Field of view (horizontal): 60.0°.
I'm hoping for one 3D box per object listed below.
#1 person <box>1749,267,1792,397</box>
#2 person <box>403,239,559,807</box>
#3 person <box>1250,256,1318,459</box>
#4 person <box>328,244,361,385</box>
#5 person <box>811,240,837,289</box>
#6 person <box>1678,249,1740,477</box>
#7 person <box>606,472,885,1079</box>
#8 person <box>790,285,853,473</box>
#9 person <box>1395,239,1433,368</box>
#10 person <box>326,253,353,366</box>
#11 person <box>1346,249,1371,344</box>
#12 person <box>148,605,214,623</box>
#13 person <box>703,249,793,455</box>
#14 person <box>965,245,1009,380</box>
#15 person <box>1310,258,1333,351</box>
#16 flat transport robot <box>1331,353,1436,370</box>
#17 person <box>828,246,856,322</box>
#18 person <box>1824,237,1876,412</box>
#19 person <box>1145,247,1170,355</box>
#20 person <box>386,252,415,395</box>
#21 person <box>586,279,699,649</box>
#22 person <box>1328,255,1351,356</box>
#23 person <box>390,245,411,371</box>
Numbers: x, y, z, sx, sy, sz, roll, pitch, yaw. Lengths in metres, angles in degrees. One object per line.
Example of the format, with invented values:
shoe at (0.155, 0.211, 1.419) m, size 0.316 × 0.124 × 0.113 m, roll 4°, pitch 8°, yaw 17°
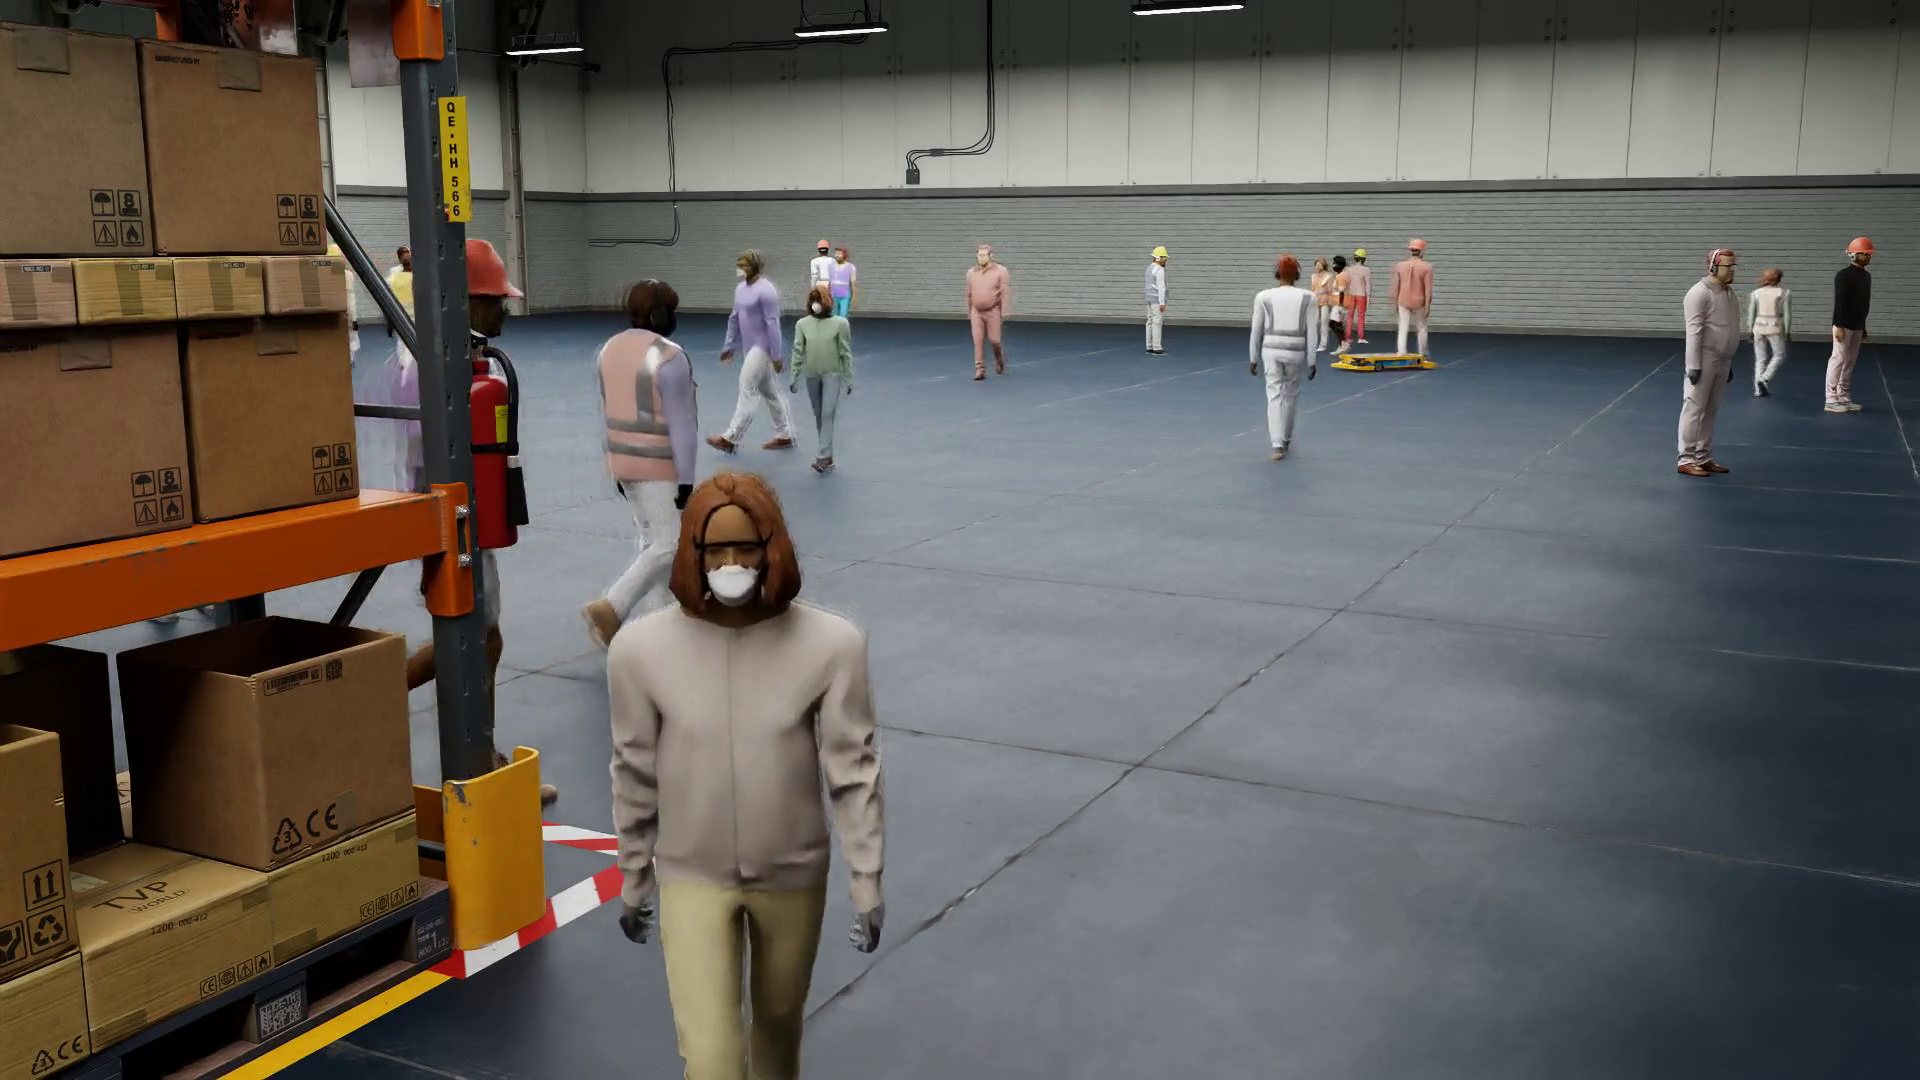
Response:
person at (10.105, -2.584, 20.765) m, size 0.377 × 1.626 × 0.533 m, roll -8°, pitch 13°, yaw -37°
person at (-1.858, -0.035, 5.833) m, size 0.764 × 2.019 × 0.627 m, roll 1°, pitch 10°, yaw 3°
person at (2.972, -1.685, 15.315) m, size 0.597 × 1.829 × 0.974 m, roll 2°, pitch 10°, yaw 8°
person at (-8.327, -3.006, 22.294) m, size 0.605 × 1.908 × 0.458 m, roll 5°, pitch 12°, yaw 25°
person at (-2.591, -4.731, 31.650) m, size 0.552 × 1.925 × 0.376 m, roll -5°, pitch 11°, yaw -24°
person at (6.367, -1.497, 14.071) m, size 0.643 × 1.910 × 0.400 m, roll -8°, pitch 13°, yaw -37°
person at (-0.413, 0.644, 3.253) m, size 0.511 × 1.593 × 0.839 m, roll -2°, pitch 11°, yaw -10°
person at (-1.216, -1.368, 14.229) m, size 0.514 × 1.593 × 0.810 m, roll 4°, pitch 11°, yaw 19°
person at (6.999, -3.628, 25.554) m, size 0.635 × 1.945 × 0.977 m, roll 7°, pitch 13°, yaw 35°
person at (-9.406, -3.433, 24.959) m, size 0.455 × 1.786 × 0.658 m, roll -4°, pitch 11°, yaw -23°
person at (7.459, -4.559, 31.154) m, size 0.535 × 1.767 × 0.315 m, roll 9°, pitch 14°, yaw 40°
person at (-4.169, -0.484, 8.738) m, size 0.351 × 1.838 × 0.506 m, roll 10°, pitch 14°, yaw 43°
person at (-1.976, -1.746, 15.488) m, size 1.020 × 1.884 × 0.655 m, roll -6°, pitch 12°, yaw -30°
person at (0.383, -3.202, 23.402) m, size 0.664 × 1.892 × 0.590 m, roll 4°, pitch 11°, yaw 19°
person at (6.328, -4.106, 29.051) m, size 0.386 × 1.626 × 0.532 m, roll -8°, pitch 13°, yaw -38°
flat transport robot at (6.385, -2.694, 25.066) m, size 1.431 × 0.197 × 0.652 m, roll -4°, pitch 11°, yaw -23°
person at (-2.097, -4.260, 29.320) m, size 0.589 × 1.835 × 0.436 m, roll 6°, pitch 12°, yaw 28°
person at (10.263, -2.470, 19.138) m, size 0.612 × 1.996 × 0.388 m, roll -7°, pitch 12°, yaw -33°
person at (3.342, -4.043, 28.169) m, size 0.404 × 1.829 × 0.591 m, roll -3°, pitch 11°, yaw -16°
person at (-6.943, -2.758, 21.244) m, size 0.645 × 1.791 × 0.991 m, roll 2°, pitch 11°, yaw 13°
person at (-1.525, -0.332, 7.979) m, size 0.633 × 1.820 × 0.719 m, roll 10°, pitch 14°, yaw 43°
person at (6.349, -3.920, 27.886) m, size 0.371 × 1.681 × 0.552 m, roll 1°, pitch 10°, yaw 8°
person at (-8.217, -3.436, 24.749) m, size 0.532 × 1.869 × 0.319 m, roll 4°, pitch 11°, yaw 21°
